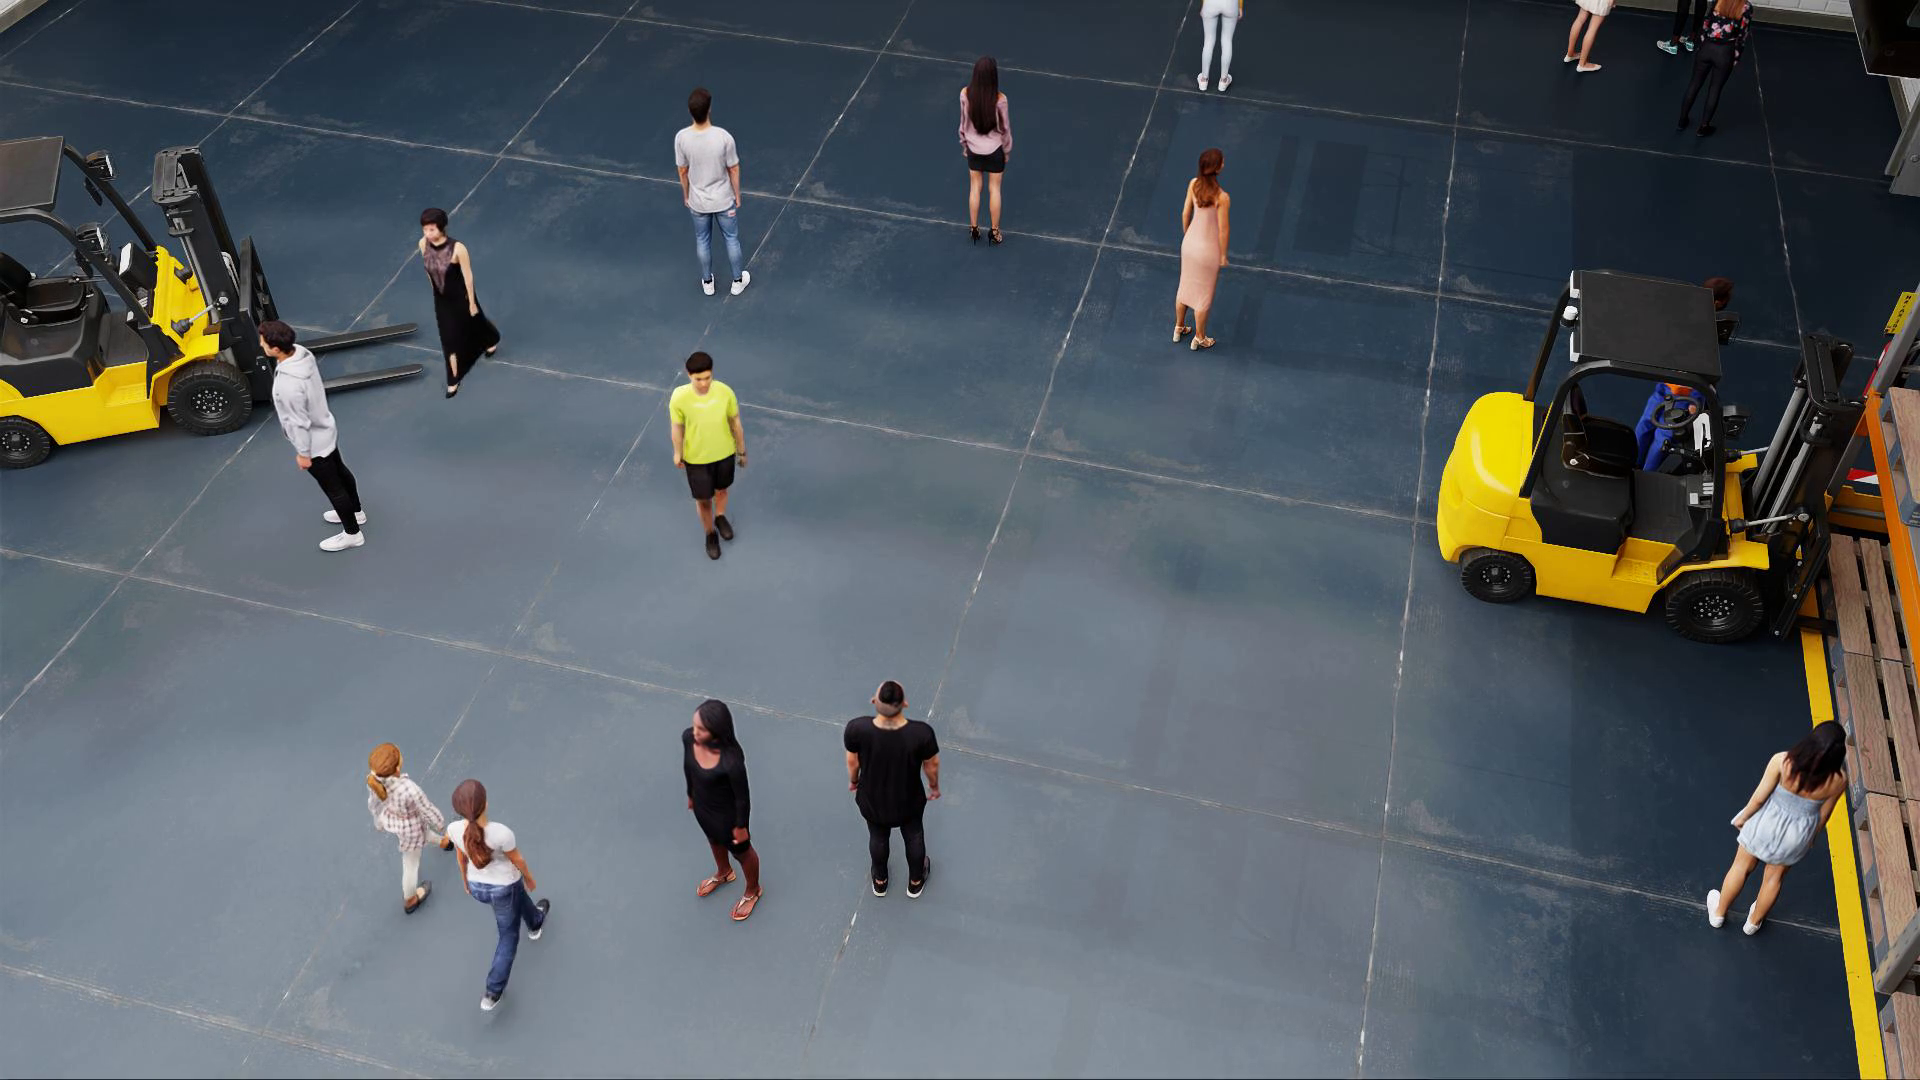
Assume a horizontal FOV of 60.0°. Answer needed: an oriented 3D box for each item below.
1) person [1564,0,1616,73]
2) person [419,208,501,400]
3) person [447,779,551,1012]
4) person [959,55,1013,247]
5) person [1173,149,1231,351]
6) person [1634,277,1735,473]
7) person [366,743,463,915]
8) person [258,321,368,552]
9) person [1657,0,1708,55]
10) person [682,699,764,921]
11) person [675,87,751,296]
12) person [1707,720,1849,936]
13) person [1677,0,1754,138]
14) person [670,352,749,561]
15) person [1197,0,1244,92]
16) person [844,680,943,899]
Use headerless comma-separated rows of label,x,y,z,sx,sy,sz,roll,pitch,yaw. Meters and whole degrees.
person,6.537,-5.648,16.976,0.706,1.711,0.616,-14,45,-14
person,-3.964,-1.970,13.221,0.586,1.565,0.995,11,45,11
person,-2.562,1.949,9.134,0.529,1.528,1.031,11,45,11
person,0.225,-3.384,14.526,0.620,1.812,0.533,13,45,13
person,1.949,-2.343,13.419,0.674,1.832,0.666,-33,53,-30
person,5.244,-1.134,12.128,0.827,1.863,0.683,-5,44,-5
person,-3.233,1.690,9.585,0.633,1.280,0.912,17,46,17
person,-4.527,-0.748,11.674,0.832,1.930,0.690,-7,44,-8
person,7.662,-5.912,17.181,0.676,1.811,0.679,-11,45,-11
person,-1.357,1.517,9.448,0.680,1.721,0.646,29,51,27
person,-2.093,-2.909,13.971,0.722,1.890,0.651,1,44,1
person,4.599,1.613,9.341,0.606,1.729,0.551,15,46,15
person,7.294,-4.701,16.002,0.662,1.682,0.650,-34,53,-31
person,-1.803,-0.694,11.785,0.820,1.698,0.874,-15,46,-15
person,2.614,-5.327,16.609,0.594,1.751,0.586,6,44,7
person,-0.382,1.396,9.470,0.732,1.865,0.656,2,44,2
